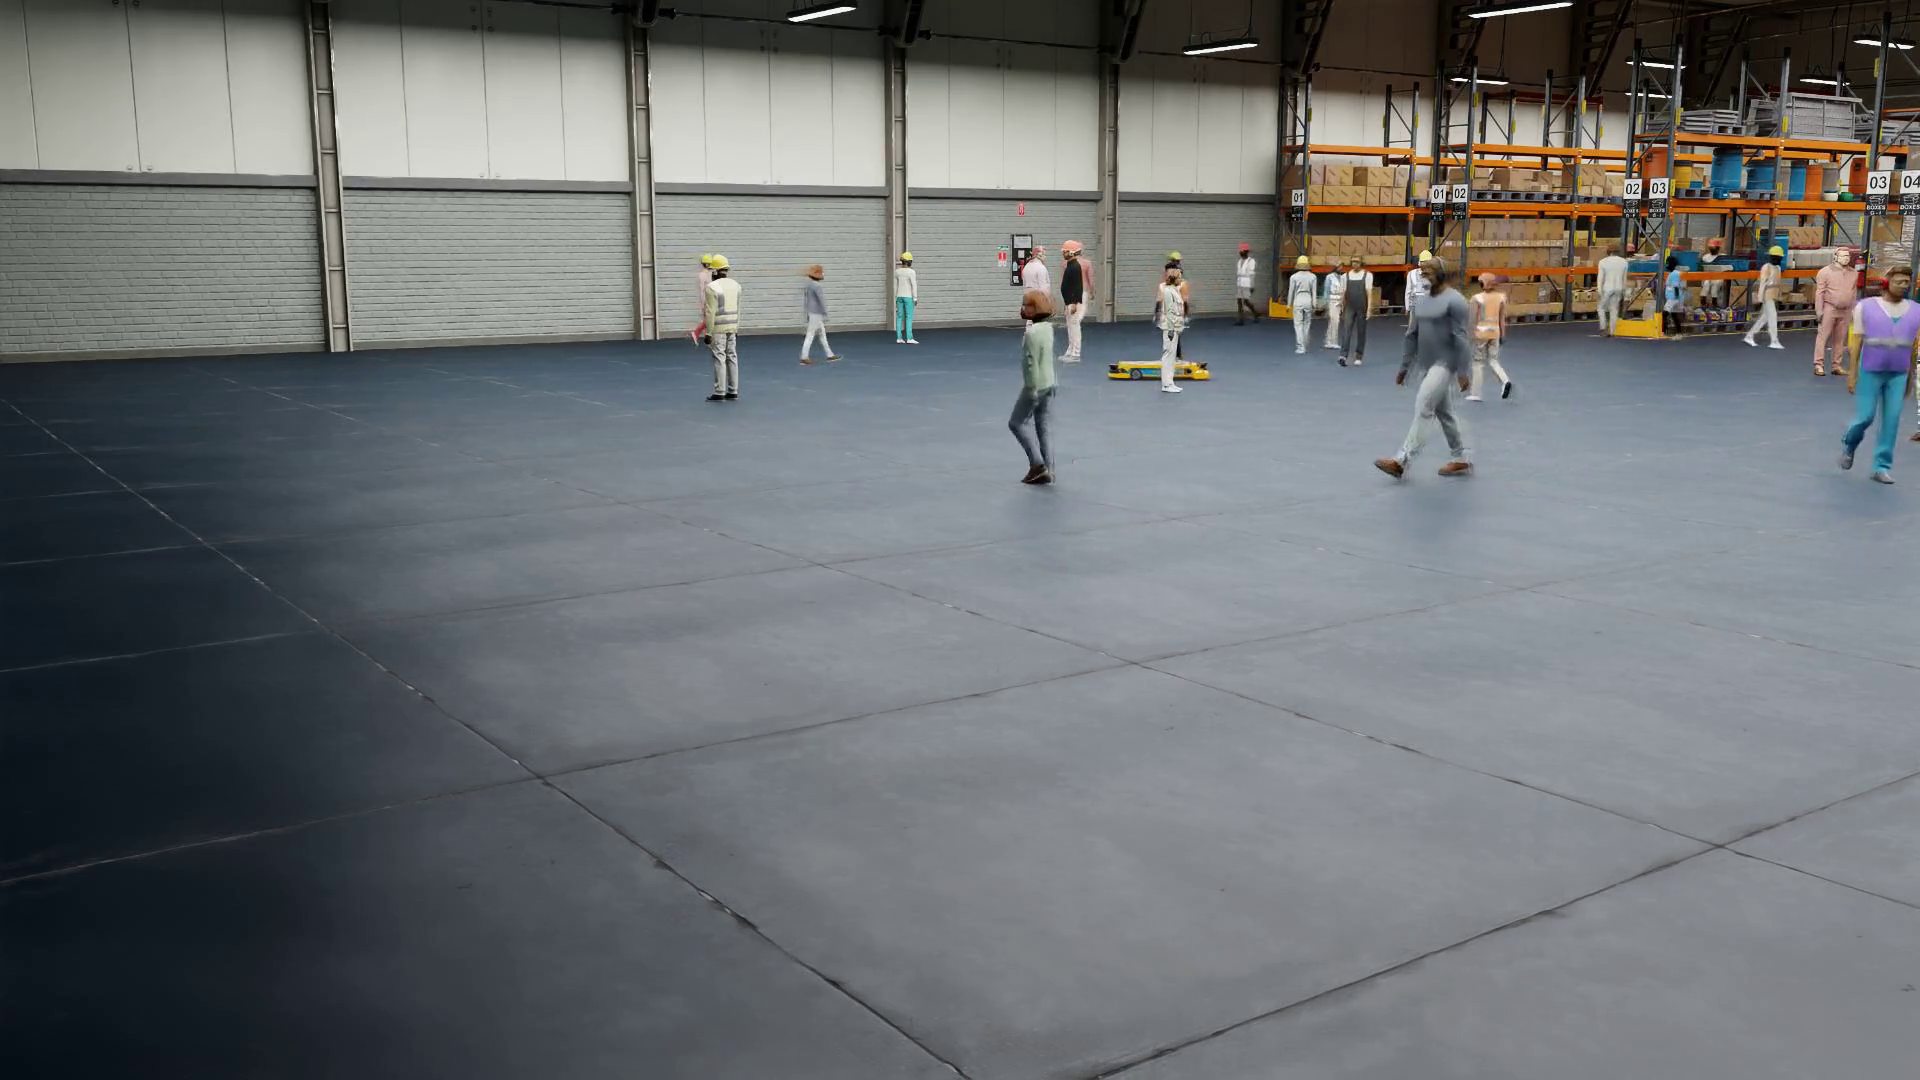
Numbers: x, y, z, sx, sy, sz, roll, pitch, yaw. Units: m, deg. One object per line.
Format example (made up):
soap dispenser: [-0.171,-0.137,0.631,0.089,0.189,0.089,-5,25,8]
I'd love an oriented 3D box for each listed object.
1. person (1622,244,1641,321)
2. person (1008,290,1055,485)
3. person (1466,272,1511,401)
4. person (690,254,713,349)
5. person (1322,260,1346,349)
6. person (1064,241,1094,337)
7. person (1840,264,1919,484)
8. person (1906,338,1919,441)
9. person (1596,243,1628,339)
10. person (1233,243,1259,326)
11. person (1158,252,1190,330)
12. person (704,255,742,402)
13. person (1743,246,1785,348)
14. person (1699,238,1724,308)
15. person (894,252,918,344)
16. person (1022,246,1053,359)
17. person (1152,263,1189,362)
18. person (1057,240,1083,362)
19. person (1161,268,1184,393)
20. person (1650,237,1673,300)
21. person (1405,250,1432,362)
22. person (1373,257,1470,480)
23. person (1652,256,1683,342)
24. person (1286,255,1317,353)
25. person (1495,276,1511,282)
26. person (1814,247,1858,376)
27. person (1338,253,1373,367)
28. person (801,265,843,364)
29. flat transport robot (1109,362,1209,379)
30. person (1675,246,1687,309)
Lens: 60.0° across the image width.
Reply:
person: [15.169,-5.758,37.760,0.572,1.879,1.010,9,13,39]
person: [0.615,-1.252,13.774,0.376,1.617,0.511,5,12,27]
person: [6.593,-2.515,20.713,0.518,1.622,0.557,-4,11,-20]
person: [-4.682,-4.395,30.631,0.656,1.747,0.531,3,11,15]
person: [6.932,-4.296,30.443,0.554,1.613,0.616,-9,13,-39]
person: [2.374,-5.052,33.651,0.620,1.971,0.830,5,12,26]
person: [7.763,-1.406,14.036,0.588,1.830,0.574,1,10,7]
person: [9.762,-1.788,16.695,0.378,1.619,0.533,-2,10,-10]
person: [13.179,-5.035,33.680,0.641,1.922,0.464,0,10,-3]
person: [6.617,-5.896,38.411,0.607,1.917,0.558,-7,12,-33]
person: [4.713,-5.478,36.672,0.924,1.724,0.536,-6,12,-29]
person: [-2.986,-2.636,20.779,0.404,1.833,0.589,6,12,32]
person: [15.060,-4.518,31.018,0.598,1.909,0.881,-9,14,-42]
person: [17.258,-5.898,38.150,0.442,2.028,0.619,-8,13,-36]
person: [-1.032,-4.661,32.065,0.532,1.767,0.328,8,13,37]
person: [1.319,-3.995,28.043,0.407,1.902,0.638,-6,12,-28]
person: [3.226,-3.455,25.746,0.882,1.644,0.552,-10,14,-43]
person: [1.831,-3.937,27.462,0.384,1.996,0.610,-1,10,-7]
person: [2.821,-2.780,22.099,0.306,1.640,0.523,3,11,15]
person: [15.472,-5.624,36.592,0.619,2.040,0.391,-4,11,-22]
person: [7.616,-3.837,27.359,0.587,1.835,0.403,2,10,9]
person: [3.985,-1.457,14.169,1.032,1.879,0.655,-3,11,-18]
person: [13.914,-4.724,32.664,0.734,1.663,0.550,2,11,13]
person: [6.067,-4.175,29.514,0.505,1.741,0.434,-1,10,-6]
person: [14.184,-6.855,43.728,0.900,1.907,0.547,-5,11,-25]
person: [13.028,-3.390,24.705,0.639,1.910,0.407,-1,10,-6]
person: [6.266,-3.641,26.384,0.514,1.797,0.949,4,11,22]
person: [-2.245,-3.647,26.969,0.817,1.600,0.512,-4,11,-20]
flat transport robot: [2.885,-2.479,24.201,1.431,0.197,0.652,1,10,6]
person: [17.274,-6.168,40.148,0.976,1.838,0.593,-9,14,-42]
